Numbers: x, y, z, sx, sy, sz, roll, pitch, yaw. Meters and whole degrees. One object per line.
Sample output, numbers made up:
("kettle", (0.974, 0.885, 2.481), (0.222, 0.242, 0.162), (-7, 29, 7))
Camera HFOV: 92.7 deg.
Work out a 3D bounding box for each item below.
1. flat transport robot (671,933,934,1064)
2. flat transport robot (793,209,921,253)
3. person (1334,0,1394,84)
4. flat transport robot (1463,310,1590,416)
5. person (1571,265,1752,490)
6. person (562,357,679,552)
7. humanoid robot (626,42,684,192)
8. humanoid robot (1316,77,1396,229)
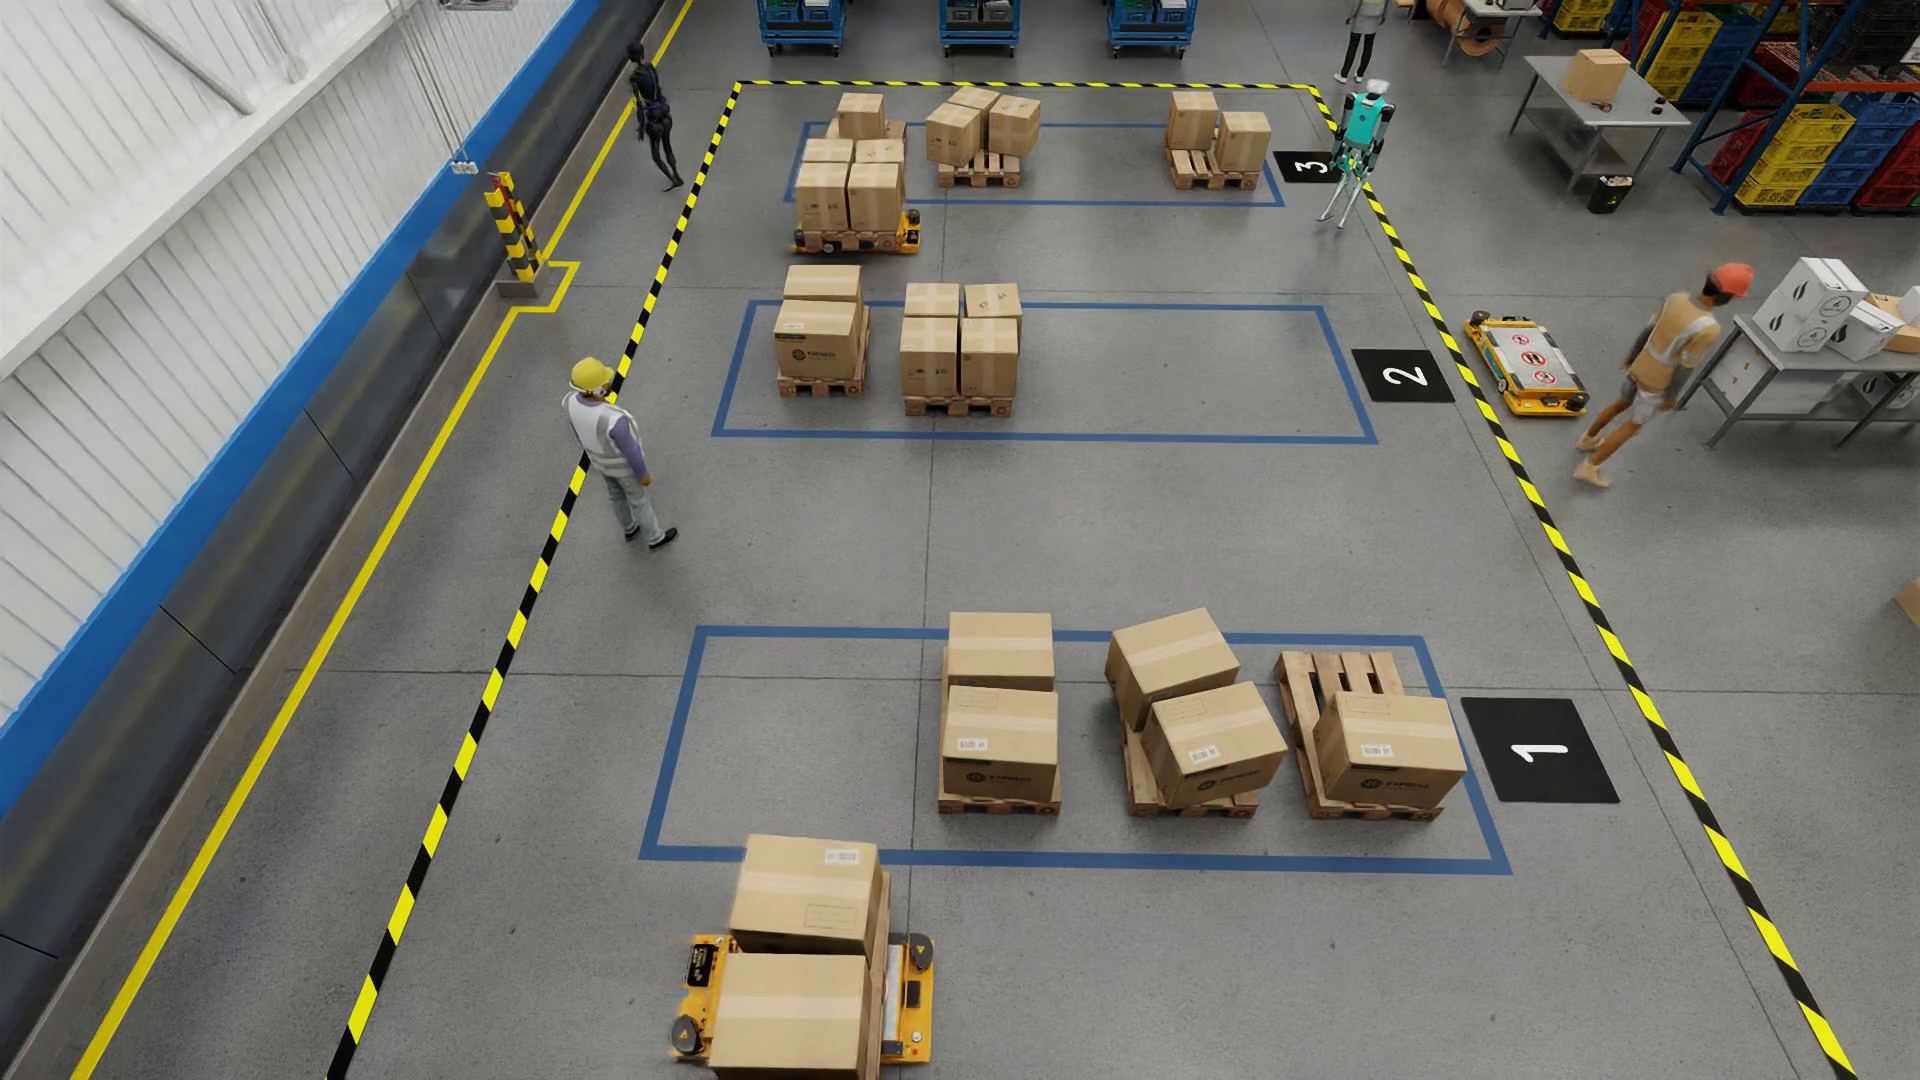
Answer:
("flat transport robot", (-0.874, 2.607, 5.258), (1.431, 0.197, 0.652), (1, 49, 1))
("flat transport robot", (-1.180, -3.598, 10.629), (1.431, 0.197, 0.652), (1, 49, 1))
("person", (5.756, -7.428, 12.916), (0.588, 1.852, 0.383), (-2, 49, -1))
("flat transport robot", (5.573, -1.757, 9.054), (0.659, 0.231, 1.431), (1, 49, 1))
("person", (5.732, -1.357, 7.541), (0.407, 2.038, 0.616), (4, 49, 3))
("person", (-2.620, -0.634, 7.046), (0.591, 1.832, 0.404), (25, 54, 20))
("humanoid robot", (-3.628, -5.051, 10.971), (0.421, 1.637, 0.613), (11, 50, 9))
("humanoid robot", (4.483, -4.351, 10.242), (0.533, 1.673, 0.735), (33, 57, 25))
